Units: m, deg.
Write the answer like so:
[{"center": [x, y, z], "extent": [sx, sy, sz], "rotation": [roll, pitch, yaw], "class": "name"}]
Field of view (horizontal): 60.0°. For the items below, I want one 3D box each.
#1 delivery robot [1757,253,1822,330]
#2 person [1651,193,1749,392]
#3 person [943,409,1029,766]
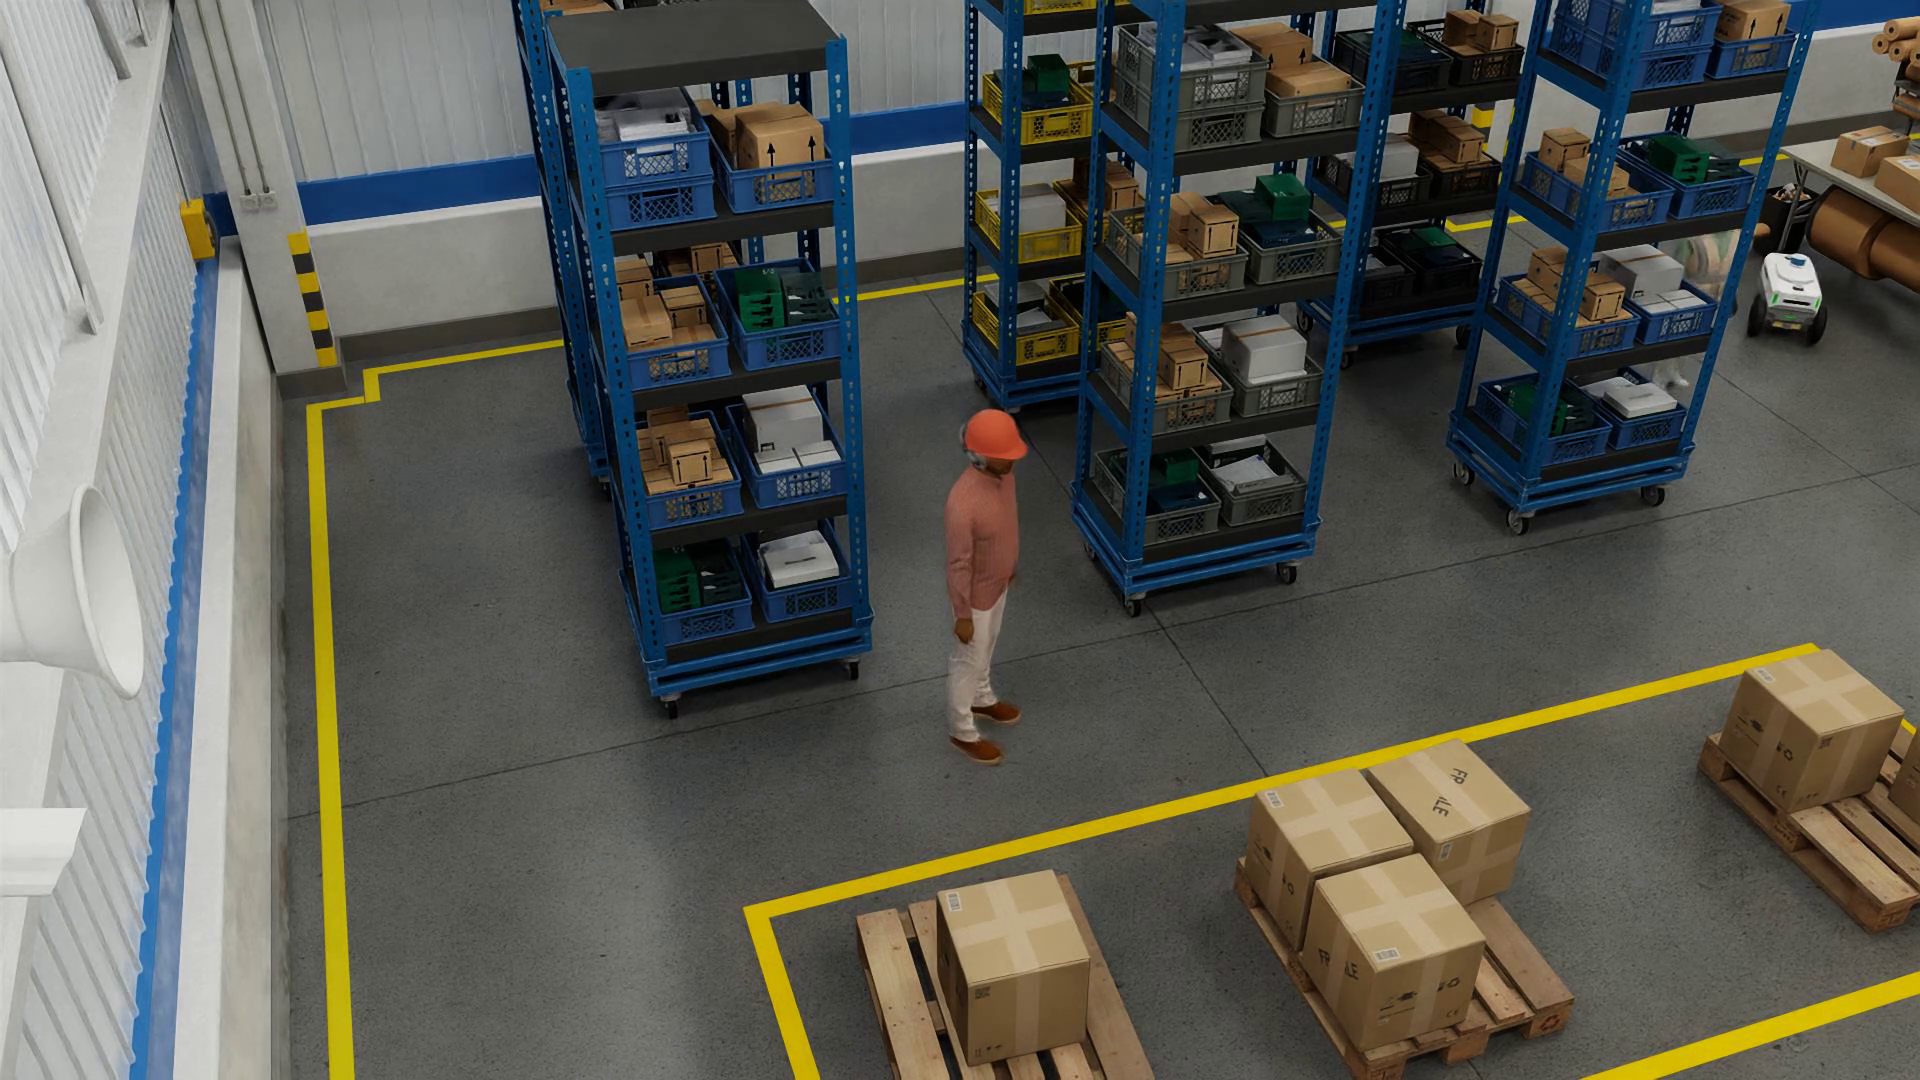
[{"center": [6.189, -1.898, 12.399], "extent": [0.477, 0.478, 0.707], "rotation": [10, 36, 13], "class": "delivery robot"}, {"center": [4.933, -1.662, 11.232], "extent": [0.583, 1.617, 0.503], "rotation": [-11, 37, -15], "class": "person"}, {"center": [0.129, 0.219, 8.239], "extent": [0.402, 1.990, 0.622], "rotation": [13, 37, 18], "class": "person"}]
